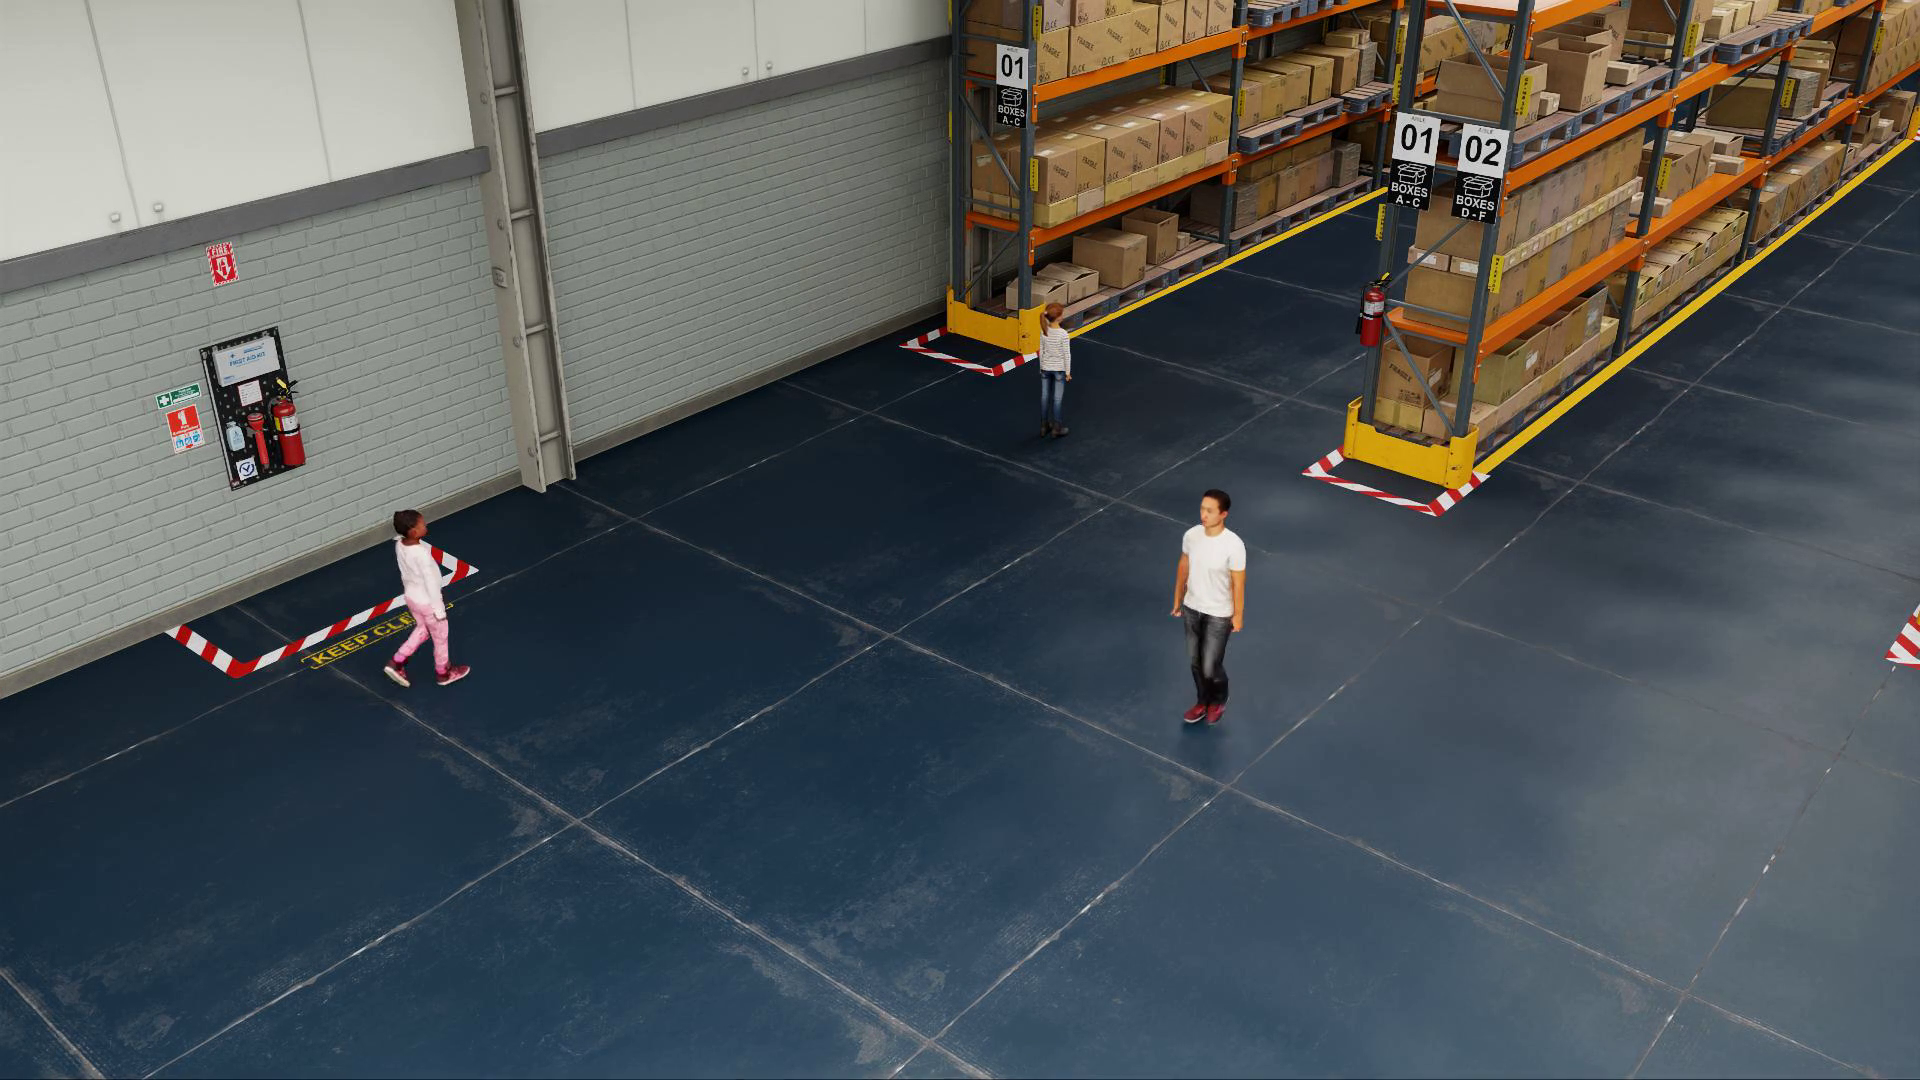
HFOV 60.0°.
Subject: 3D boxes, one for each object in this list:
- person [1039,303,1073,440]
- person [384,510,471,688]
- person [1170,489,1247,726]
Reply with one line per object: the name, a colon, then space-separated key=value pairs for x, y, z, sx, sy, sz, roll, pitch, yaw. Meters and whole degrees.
person: x=0.877 y=-1.600 z=15.680 sx=0.496 sy=1.314 sz=0.490 roll=16 pitch=32 yaw=28
person: x=-3.837 y=0.435 z=11.734 sx=0.575 sy=1.430 sz=0.822 roll=25 pitch=37 yaw=38
person: x=1.760 y=0.444 z=11.331 sx=0.662 sy=1.793 sz=0.628 roll=24 pitch=36 yaw=37
